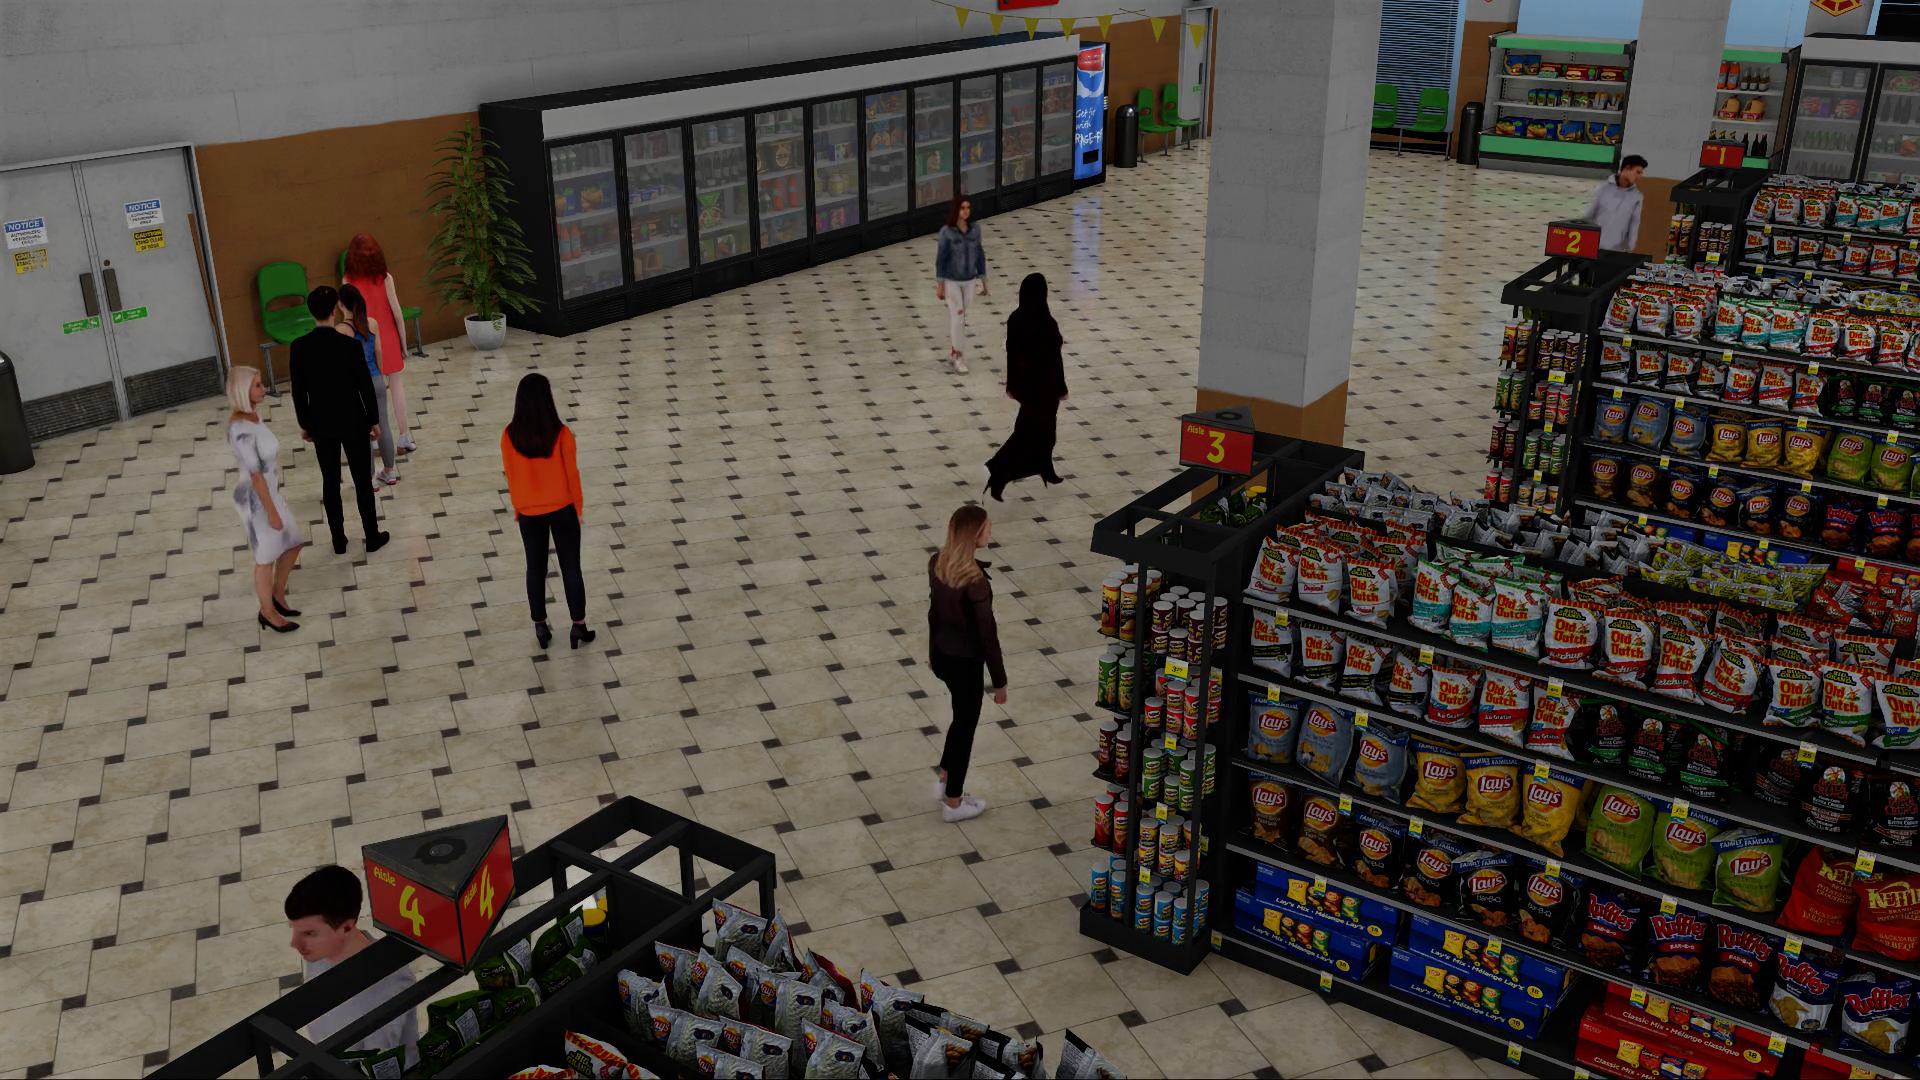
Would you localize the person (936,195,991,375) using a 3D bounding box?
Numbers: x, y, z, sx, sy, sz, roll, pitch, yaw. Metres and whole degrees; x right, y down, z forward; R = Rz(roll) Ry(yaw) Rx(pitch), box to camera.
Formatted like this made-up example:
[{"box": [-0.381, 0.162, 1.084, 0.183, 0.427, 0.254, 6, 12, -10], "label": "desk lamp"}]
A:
[{"box": [-0.049, -2.460, 15.878, 0.810, 1.686, 0.894, -12, 25, -27], "label": "person"}]

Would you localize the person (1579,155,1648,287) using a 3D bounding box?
[{"box": [6.466, -2.978, 16.893, 0.768, 1.890, 1.011, 9, 23, 21], "label": "person"}]

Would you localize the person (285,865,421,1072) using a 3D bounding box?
[{"box": [-1.720, 1.752, 5.209, 0.779, 1.824, 0.681, 14, 26, 32], "label": "person"}]

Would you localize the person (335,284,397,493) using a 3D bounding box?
[{"box": [-4.587, -1.175, 12.783, 0.522, 1.609, 0.550, 14, 26, 31], "label": "person"}]

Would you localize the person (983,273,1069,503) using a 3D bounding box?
[{"box": [0.492, -1.085, 12.414, 0.989, 1.717, 1.130, -13, 25, -30], "label": "person"}]

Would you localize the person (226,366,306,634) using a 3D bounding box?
[{"box": [-4.391, -0.226, 10.246, 0.755, 1.739, 0.686, -5, 23, -13], "label": "person"}]

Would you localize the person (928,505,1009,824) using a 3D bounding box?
[{"box": [-0.065, 0.641, 8.147, 0.777, 1.695, 0.629, -13, 25, -30], "label": "person"}]

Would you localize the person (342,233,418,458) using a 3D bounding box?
[{"box": [-4.732, -1.579, 13.497, 0.653, 1.826, 0.737, -2, 22, -4], "label": "person"}]

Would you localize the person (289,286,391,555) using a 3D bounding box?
[{"box": [-4.309, -0.822, 11.526, 0.772, 1.892, 0.844, -3, 22, -7], "label": "person"}]

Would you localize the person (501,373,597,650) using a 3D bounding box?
[{"box": [-2.499, -0.164, 10.080, 0.654, 1.750, 0.765, 2, 22, 6], "label": "person"}]
